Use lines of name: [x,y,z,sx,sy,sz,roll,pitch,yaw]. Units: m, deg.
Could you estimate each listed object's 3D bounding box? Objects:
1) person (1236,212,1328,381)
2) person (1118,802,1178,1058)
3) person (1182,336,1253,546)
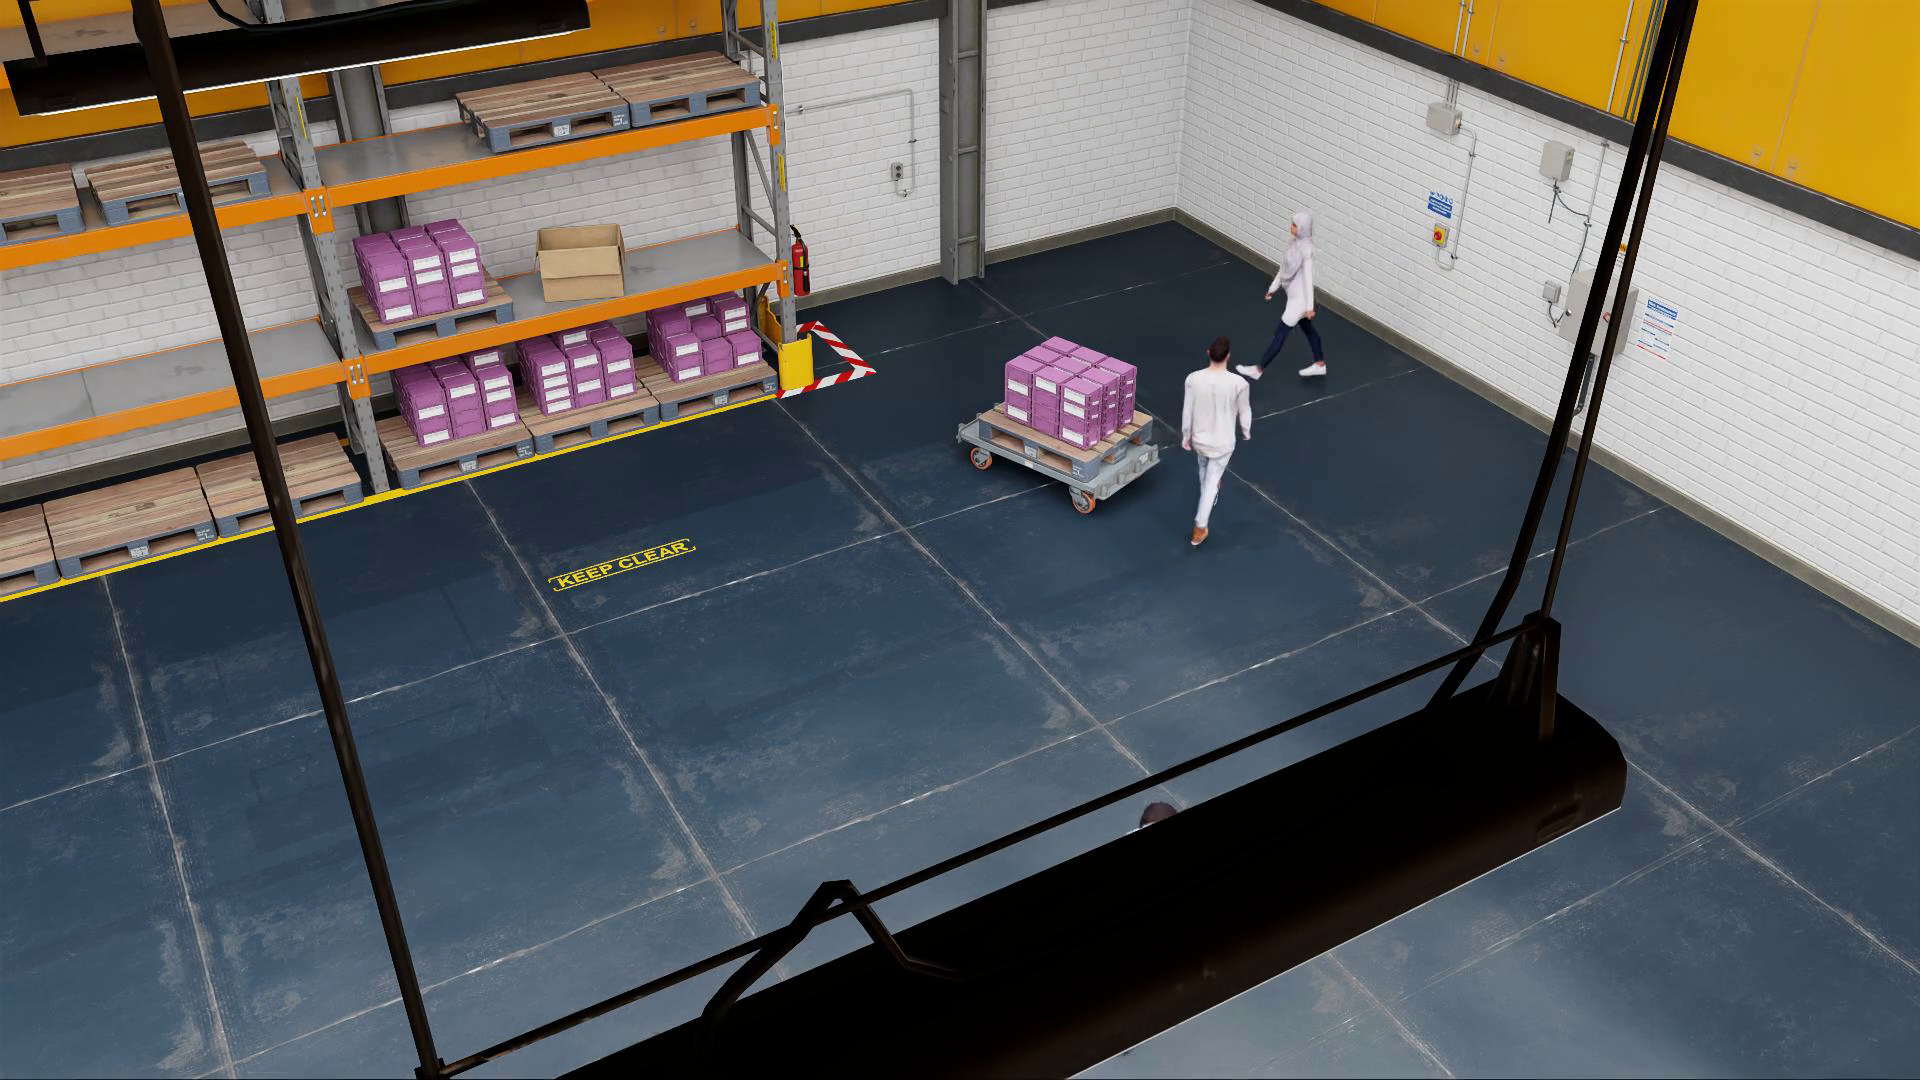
person: [3.329,-2.294,15.926,1.237,1.729,0.967,-1,34,-2]
person: [1.089,2.101,9.338,0.851,1.703,1.039,20,38,27]
person: [2.057,-0.785,13.593,1.080,1.799,1.226,15,36,21]
